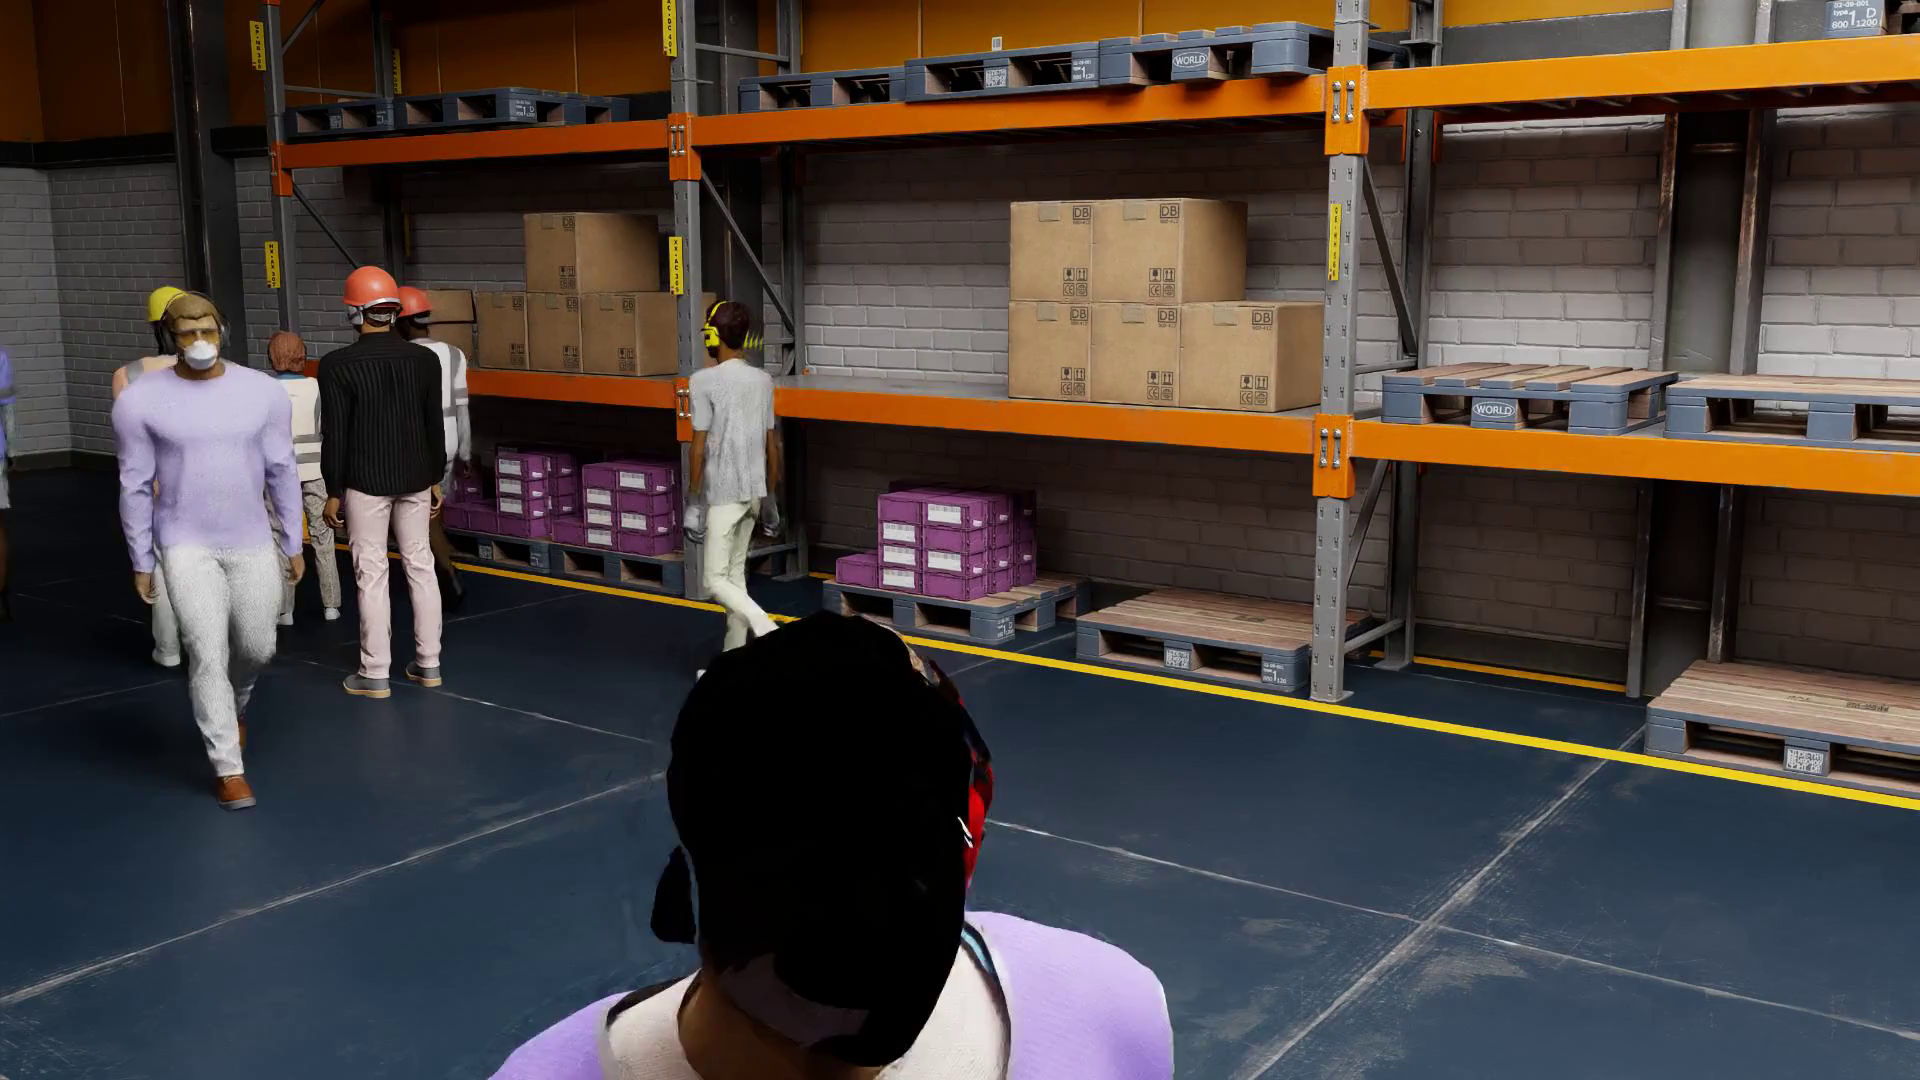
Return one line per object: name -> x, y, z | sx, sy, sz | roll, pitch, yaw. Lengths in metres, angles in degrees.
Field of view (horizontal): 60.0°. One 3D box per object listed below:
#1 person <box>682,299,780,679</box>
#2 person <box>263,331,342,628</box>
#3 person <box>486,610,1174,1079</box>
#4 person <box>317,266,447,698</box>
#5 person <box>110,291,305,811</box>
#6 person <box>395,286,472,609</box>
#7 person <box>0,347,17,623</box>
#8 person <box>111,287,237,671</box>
person -> -1.003, -0.185, 7.705 | 0.680, 1.849, 0.529 | 7, 12, 37
person -> -3.672, -0.330, 9.199 | 0.522, 1.640, 0.306 | -6, 11, -34
person -> -0.081, 0.920, 1.219 | 0.614, 1.813, 0.473 | -4, 10, -23
person -> -2.682, -0.266, 7.750 | 0.375, 1.997, 0.612 | 9, 13, 41
person -> -2.843, 0.016, 6.322 | 0.636, 1.916, 0.768 | -7, 12, -34
person -> -3.139, -0.548, 9.797 | 0.545, 1.889, 0.959 | -9, 13, -42
person -> -5.675, -0.500, 9.462 | 0.570, 1.891, 0.958 | -8, 12, -40
person -> -3.752, -0.265, 8.062 | 0.599, 1.892, 0.863 | -5, 11, -28
